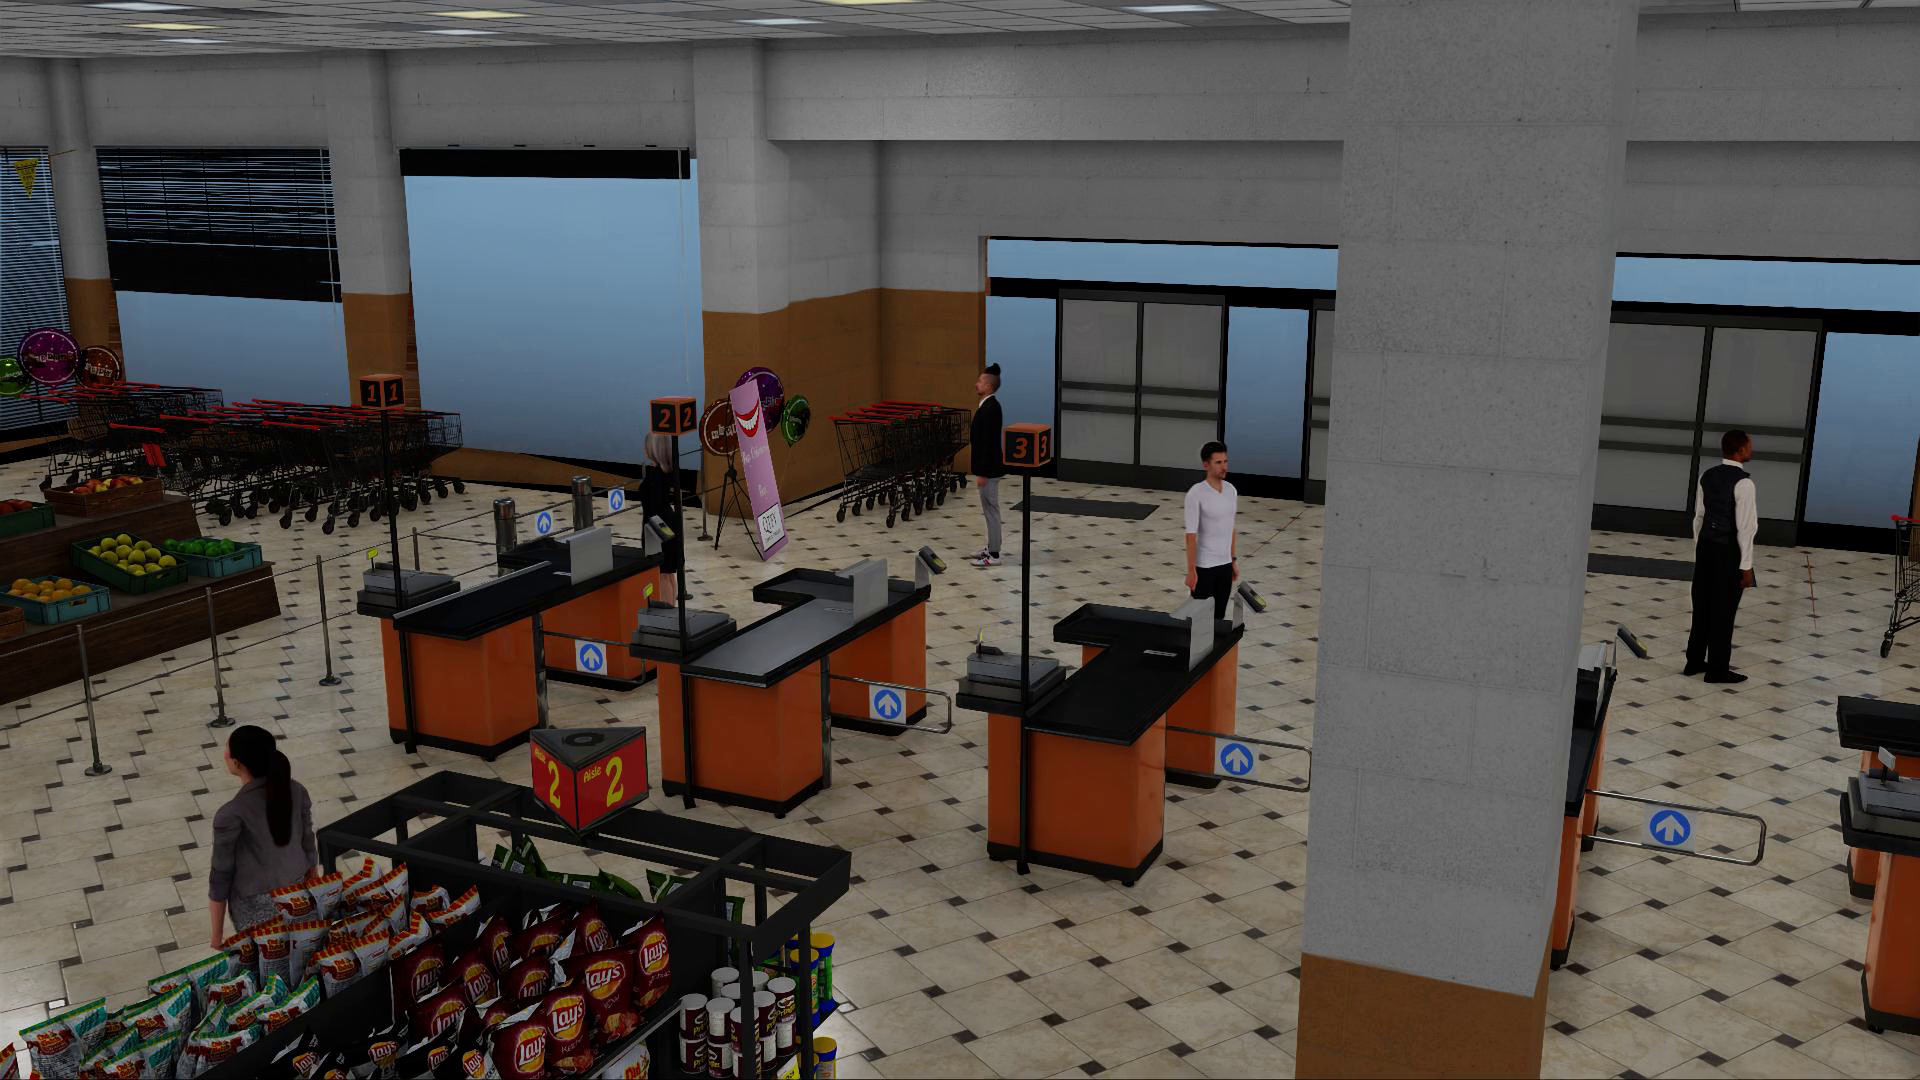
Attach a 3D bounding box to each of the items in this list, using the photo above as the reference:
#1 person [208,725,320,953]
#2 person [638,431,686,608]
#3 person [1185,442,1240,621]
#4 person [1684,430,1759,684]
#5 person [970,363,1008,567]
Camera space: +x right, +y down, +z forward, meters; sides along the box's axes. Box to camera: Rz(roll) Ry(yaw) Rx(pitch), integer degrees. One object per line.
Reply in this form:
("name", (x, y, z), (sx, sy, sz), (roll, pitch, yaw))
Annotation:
("person", (-2.833, 1.615, 6.973), (0.688, 1.635, 1.042), (7, 15, 25))
("person", (-2.442, -0.037, 13.547), (0.747, 1.746, 0.630), (1, 14, 2))
("person", (1.877, 0.173, 12.459), (0.665, 1.851, 0.812), (-10, 17, -37))
("person", (5.750, 0.115, 12.557), (0.829, 1.919, 0.764), (-5, 14, -18))
("person", (0.282, -0.731, 15.978), (0.846, 1.949, 0.689), (1, 14, 2))
